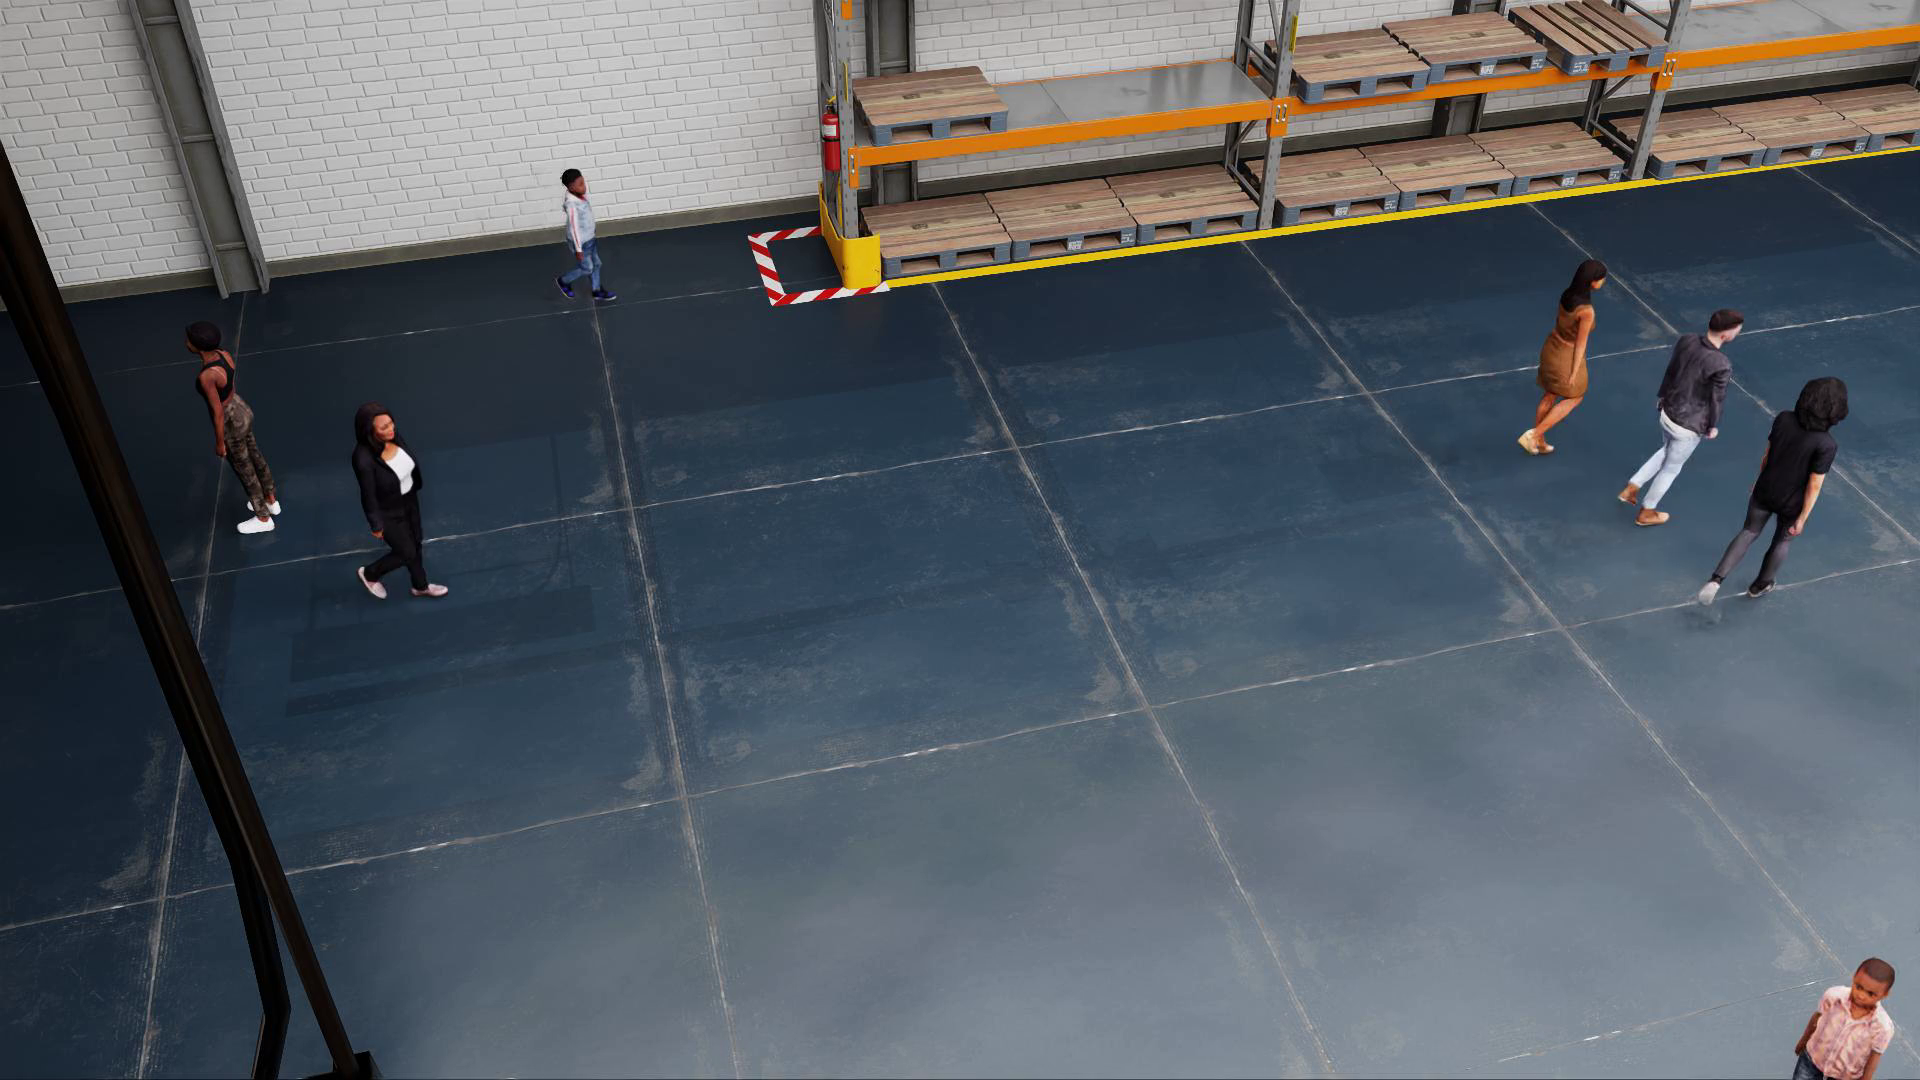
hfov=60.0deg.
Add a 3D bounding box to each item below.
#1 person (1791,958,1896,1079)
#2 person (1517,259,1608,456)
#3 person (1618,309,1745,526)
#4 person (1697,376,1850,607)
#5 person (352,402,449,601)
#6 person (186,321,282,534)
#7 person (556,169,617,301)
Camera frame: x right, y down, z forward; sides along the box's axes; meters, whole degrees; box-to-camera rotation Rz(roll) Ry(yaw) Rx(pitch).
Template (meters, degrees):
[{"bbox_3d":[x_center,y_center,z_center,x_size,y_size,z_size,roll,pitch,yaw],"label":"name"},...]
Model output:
[{"bbox_3d":[4.245,2.457,7.995,0.838,1.301,0.694,-28,46,-30],"label":"person"},{"bbox_3d":[4.435,-1.325,12.430,0.668,1.676,0.572,-6,39,-8],"label":"person"},{"bbox_3d":[5.019,-0.824,11.687,0.641,1.819,0.668,-13,40,-15],"label":"person"},{"bbox_3d":[5.372,-0.277,11.009,1.083,1.811,0.856,-24,44,-27],"label":"person"},{"bbox_3d":[-3.867,-0.227,11.113,0.900,1.602,0.789,3,39,4],"label":"person"},{"bbox_3d":[-5.147,-0.810,11.765,0.597,1.700,0.627,-1,39,-1],"label":"person"},{"bbox_3d":[-3.326,-2.637,14.414,0.793,1.250,0.635,4,39,6],"label":"person"}]
